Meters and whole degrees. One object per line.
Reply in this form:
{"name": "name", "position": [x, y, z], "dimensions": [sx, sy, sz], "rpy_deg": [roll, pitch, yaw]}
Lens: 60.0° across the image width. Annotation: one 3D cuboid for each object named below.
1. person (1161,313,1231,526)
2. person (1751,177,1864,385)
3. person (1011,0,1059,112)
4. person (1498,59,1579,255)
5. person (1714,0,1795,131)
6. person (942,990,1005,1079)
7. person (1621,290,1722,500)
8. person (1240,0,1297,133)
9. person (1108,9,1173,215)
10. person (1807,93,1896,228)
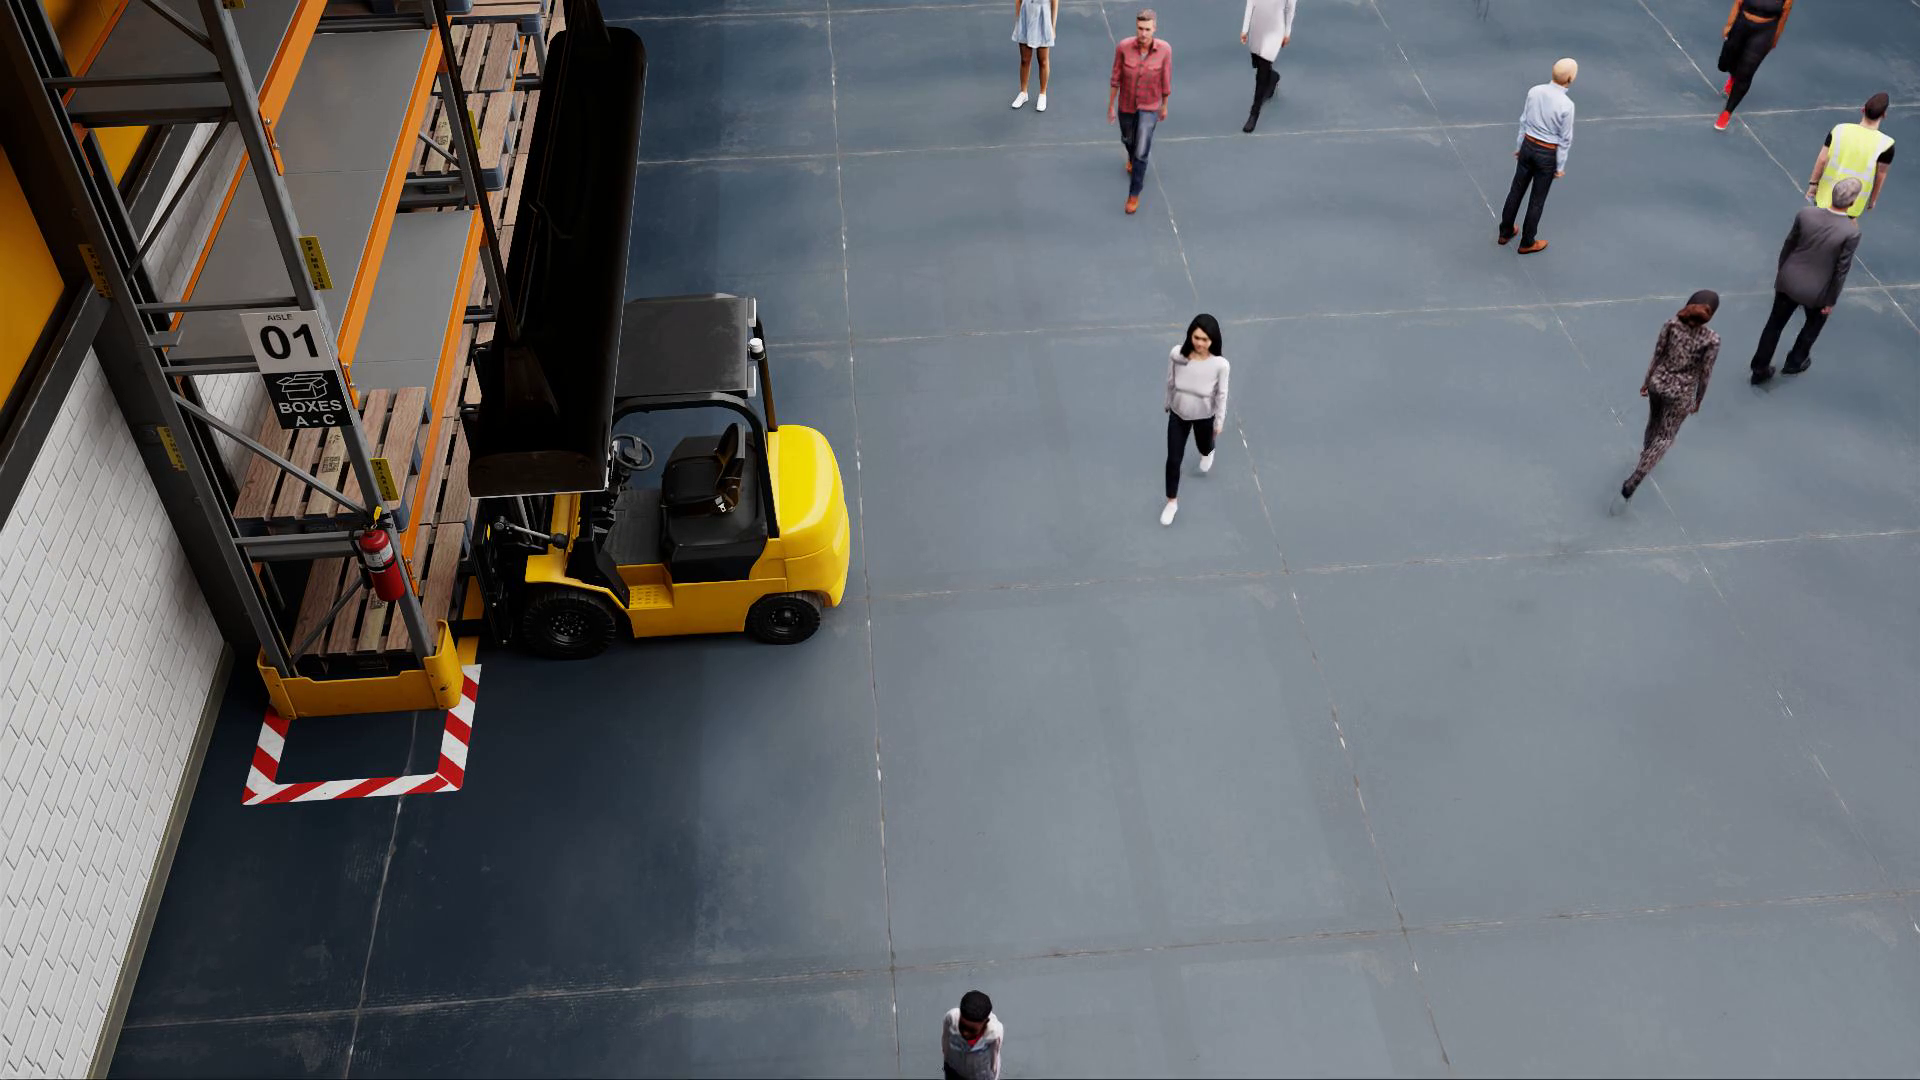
{"name": "person", "position": [1.706, -0.956, 11.919], "dimensions": [0.929, 1.667, 1.174], "rpy_deg": [14, 45, 14]}
{"name": "person", "position": [6.499, -1.947, 12.848], "dimensions": [1.027, 1.820, 0.965], "rpy_deg": [-30, 51, -27]}
{"name": "person", "position": [0.741, -5.013, 16.132], "dimensions": [0.661, 1.731, 0.653], "rpy_deg": [13, 45, 13]}
{"name": "person", "position": [4.986, -3.304, 14.294], "dimensions": [0.799, 1.791, 0.702], "rpy_deg": [-30, 51, -27]}
{"name": "person", "position": [7.622, -4.896, 15.962], "dimensions": [1.082, 1.796, 1.155], "rpy_deg": [28, 50, 26]}
{"name": "person", "position": [0.092, 2.613, 8.475], "dimensions": [0.573, 1.251, 0.638], "rpy_deg": [14, 45, 14]}
{"name": "person", "position": [5.093, -1.030, 11.981], "dimensions": [1.049, 1.690, 1.111], "rpy_deg": [30, 51, 28]}
{"name": "person", "position": [2.981, -4.883, 15.964], "dimensions": [1.071, 1.775, 1.188], "rpy_deg": [26, 49, 25]}
{"name": "person", "position": [1.616, -3.948, 14.967], "dimensions": [0.964, 1.795, 1.294], "rpy_deg": [10, 44, 10]}
{"name": "person", "position": [7.274, -2.813, 13.747], "dimensions": [0.997, 1.835, 1.048], "rpy_deg": [33, 52, 29]}
